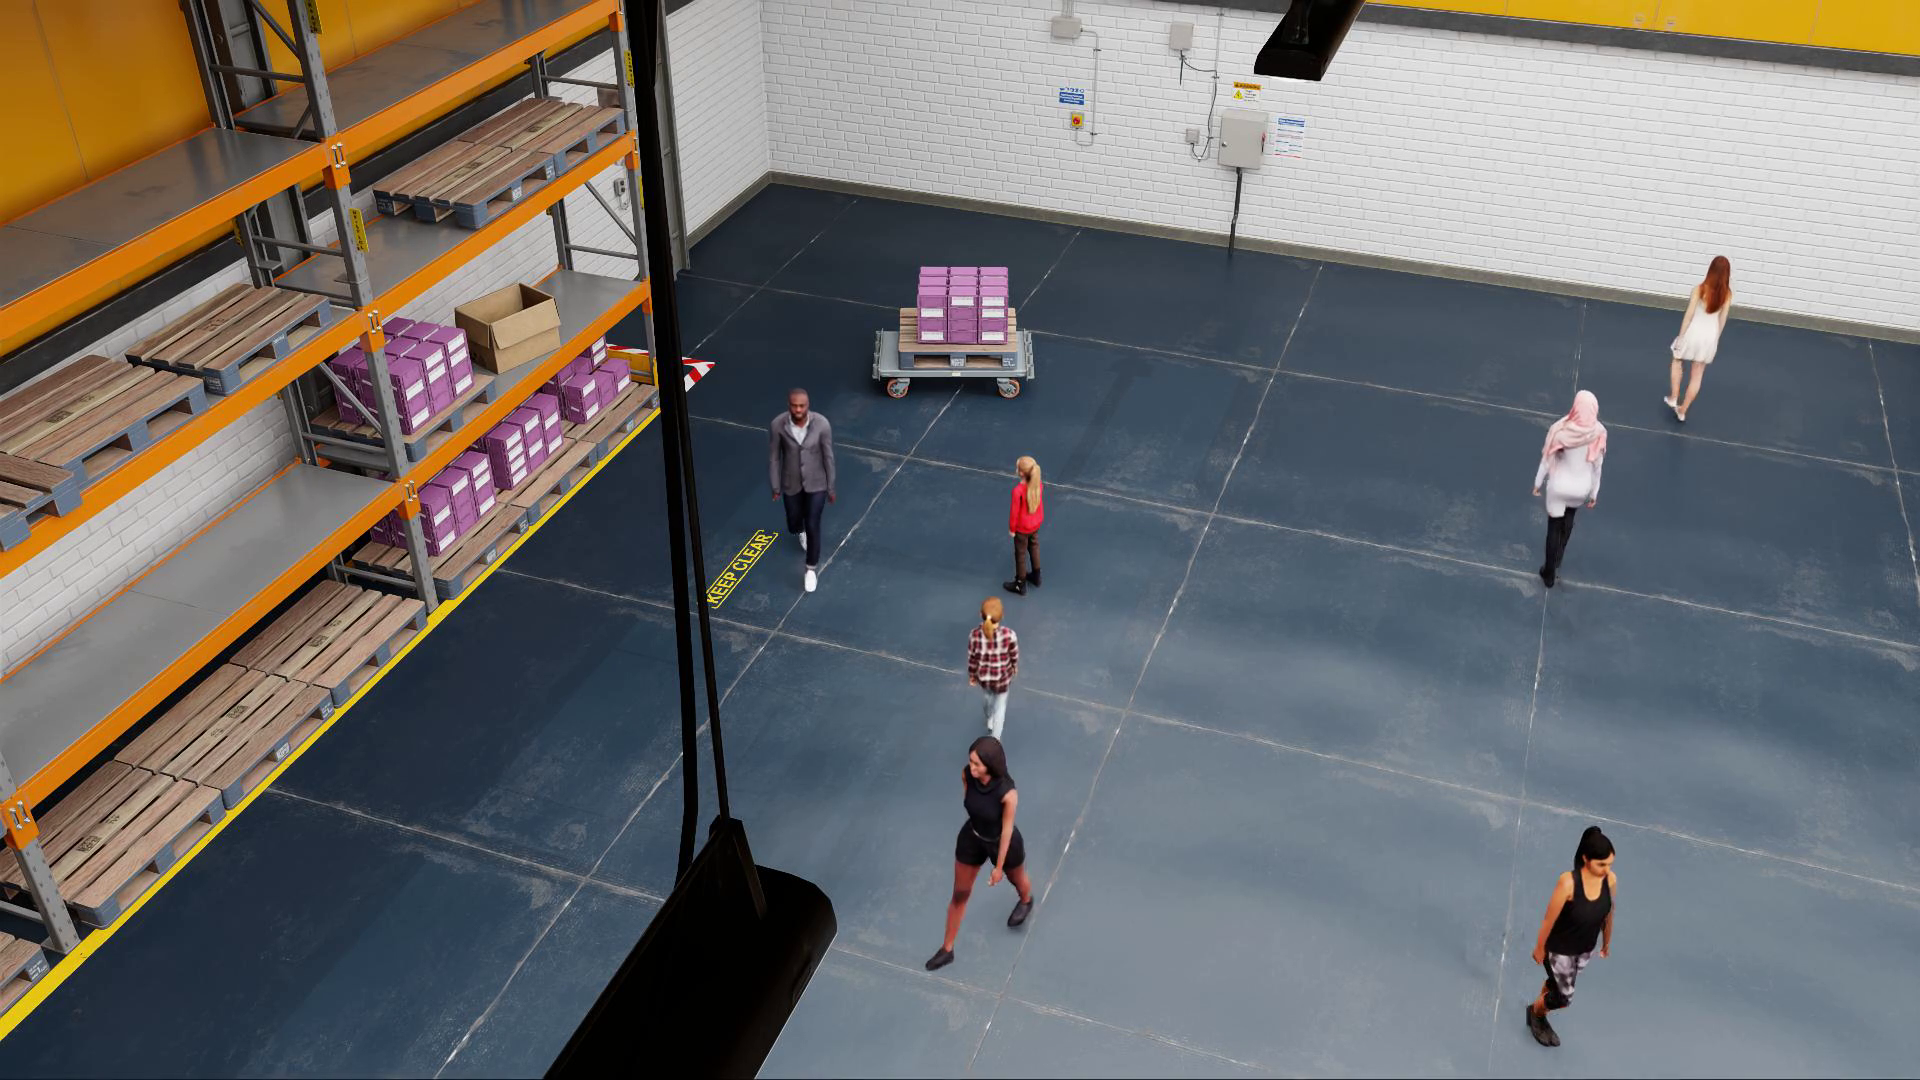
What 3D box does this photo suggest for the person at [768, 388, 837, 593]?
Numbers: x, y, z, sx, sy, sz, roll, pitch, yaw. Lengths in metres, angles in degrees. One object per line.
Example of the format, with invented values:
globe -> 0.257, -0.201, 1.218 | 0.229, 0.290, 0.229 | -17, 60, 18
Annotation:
person -> -1.306, -0.492, 13.978 | 0.918, 1.800, 1.103 | 0, 34, 1

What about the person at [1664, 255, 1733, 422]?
person -> 7.235, -1.931, 16.232 | 0.635, 1.702, 0.683 | 6, 34, 9

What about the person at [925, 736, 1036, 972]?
person -> 0.265, 1.894, 10.490 | 0.815, 1.688, 1.230 | 21, 39, 29

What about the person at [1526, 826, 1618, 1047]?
person -> 3.569, 2.322, 9.875 | 0.697, 1.655, 0.755 | -14, 36, -20

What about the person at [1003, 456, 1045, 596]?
person -> 0.554, -0.137, 13.912 | 0.620, 1.281, 0.523 | 28, 43, 35

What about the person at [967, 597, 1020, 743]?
person -> 0.248, 1.014, 12.175 | 0.611, 1.286, 0.930 | 6, 34, 9

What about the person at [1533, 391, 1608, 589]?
person -> 5.064, -0.375, 13.811 | 0.717, 1.790, 0.720 | 5, 34, 7
